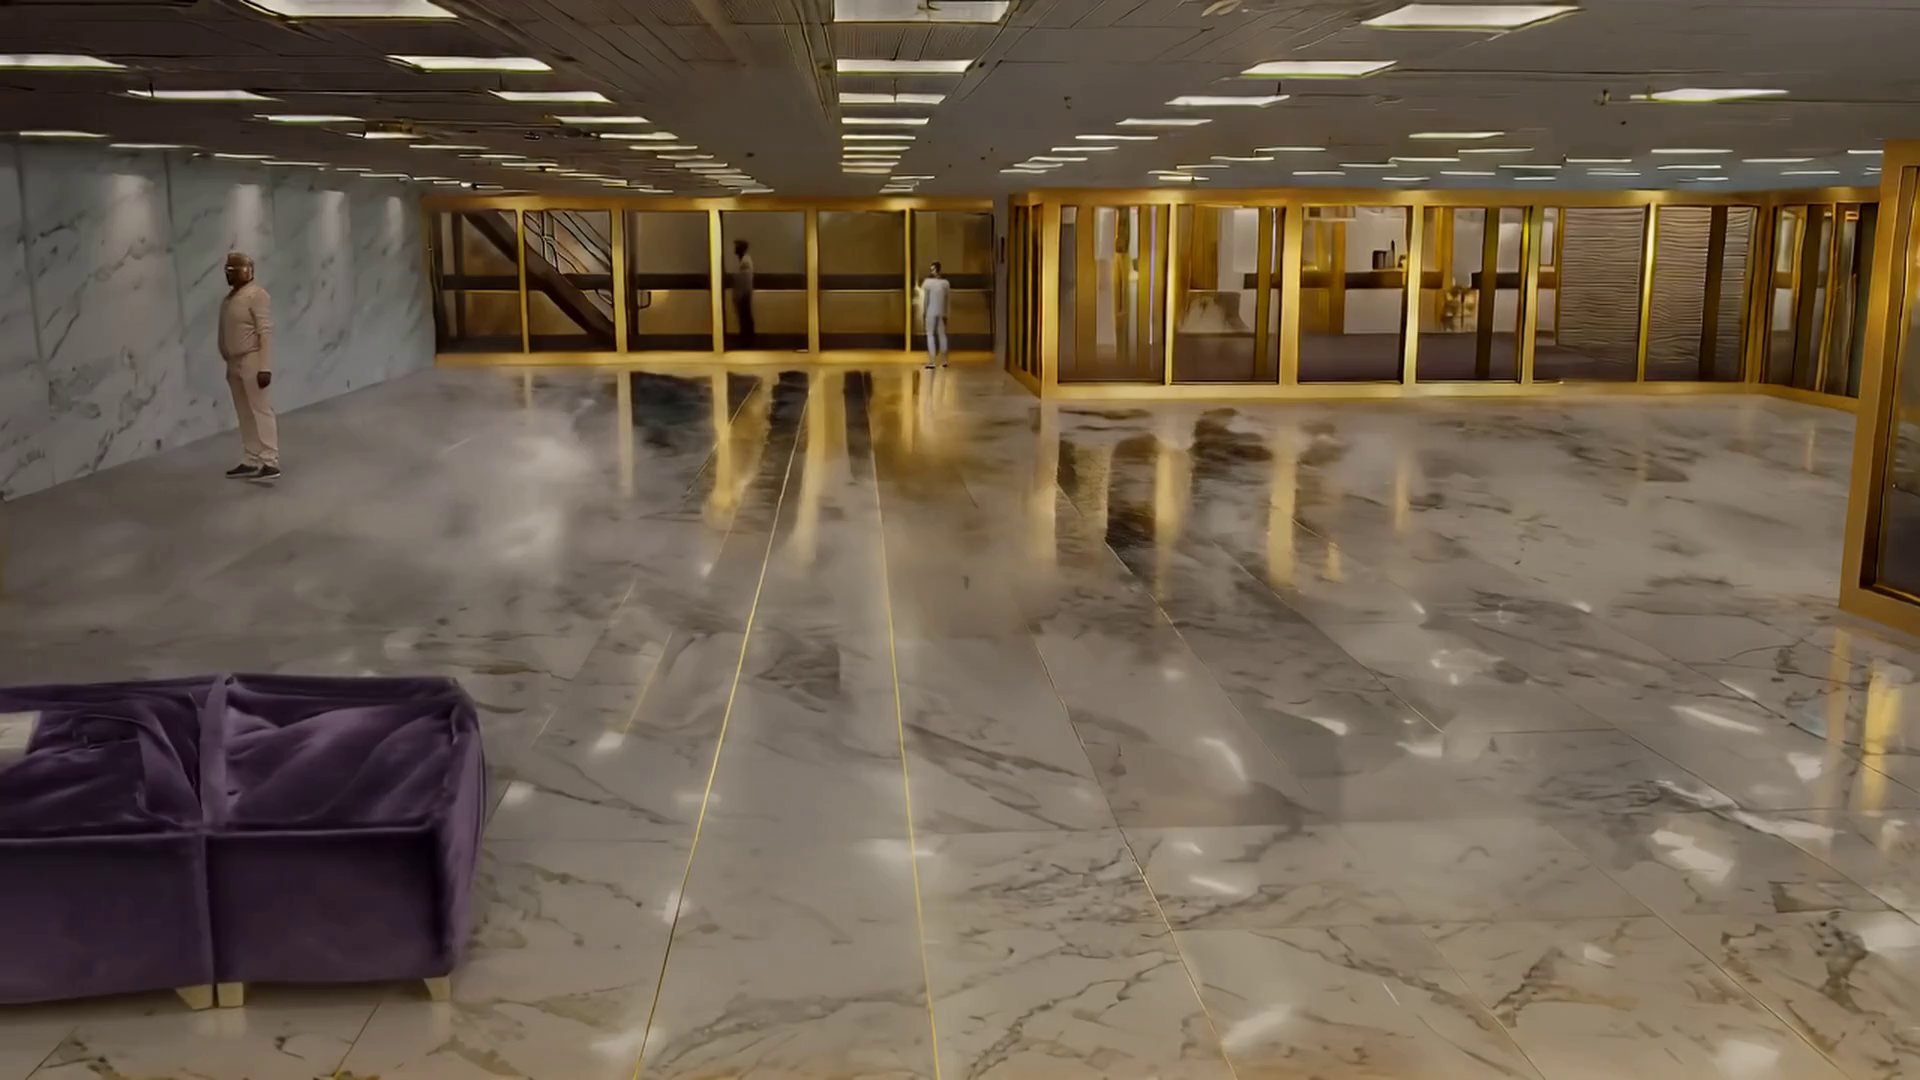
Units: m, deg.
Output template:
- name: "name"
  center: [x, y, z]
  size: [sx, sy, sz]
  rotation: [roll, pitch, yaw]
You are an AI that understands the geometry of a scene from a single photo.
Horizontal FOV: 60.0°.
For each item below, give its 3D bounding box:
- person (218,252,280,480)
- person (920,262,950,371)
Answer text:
- name: "person"
  center: [-6.051, -1.468, 14.085]
  size: [0.651, 1.913, 0.410]
  rotation: [9, 14, 39]
- name: "person"
  center: [-0.375, -3.368, 25.087]
  size: [0.497, 1.633, 0.284]
  rotation: [-6, 12, -28]
